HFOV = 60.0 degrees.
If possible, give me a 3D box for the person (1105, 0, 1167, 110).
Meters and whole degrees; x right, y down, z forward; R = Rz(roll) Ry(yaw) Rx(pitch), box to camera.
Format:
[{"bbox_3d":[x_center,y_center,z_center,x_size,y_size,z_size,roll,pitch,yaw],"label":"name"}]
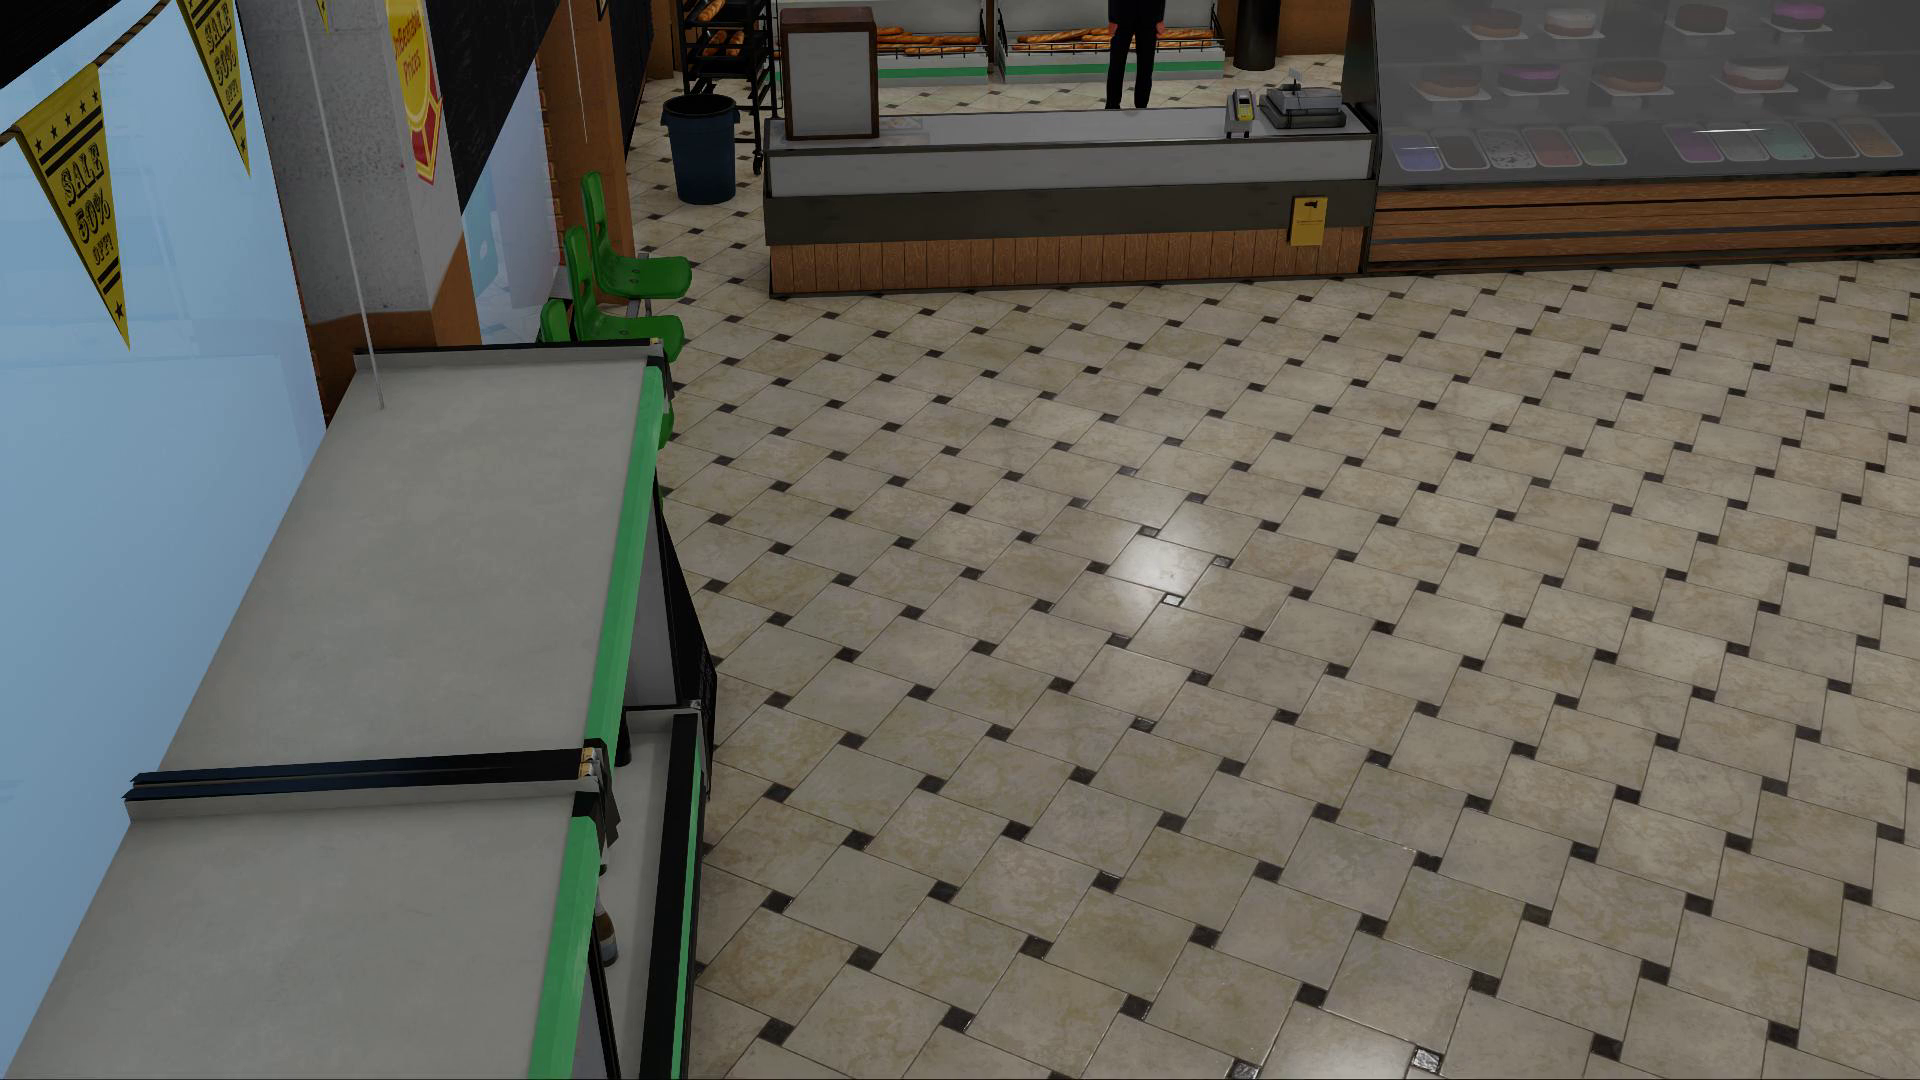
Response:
[{"bbox_3d":[1.431,-4.246,13.477,0.622,1.867,0.578,-2,32,-3],"label":"person"}]
